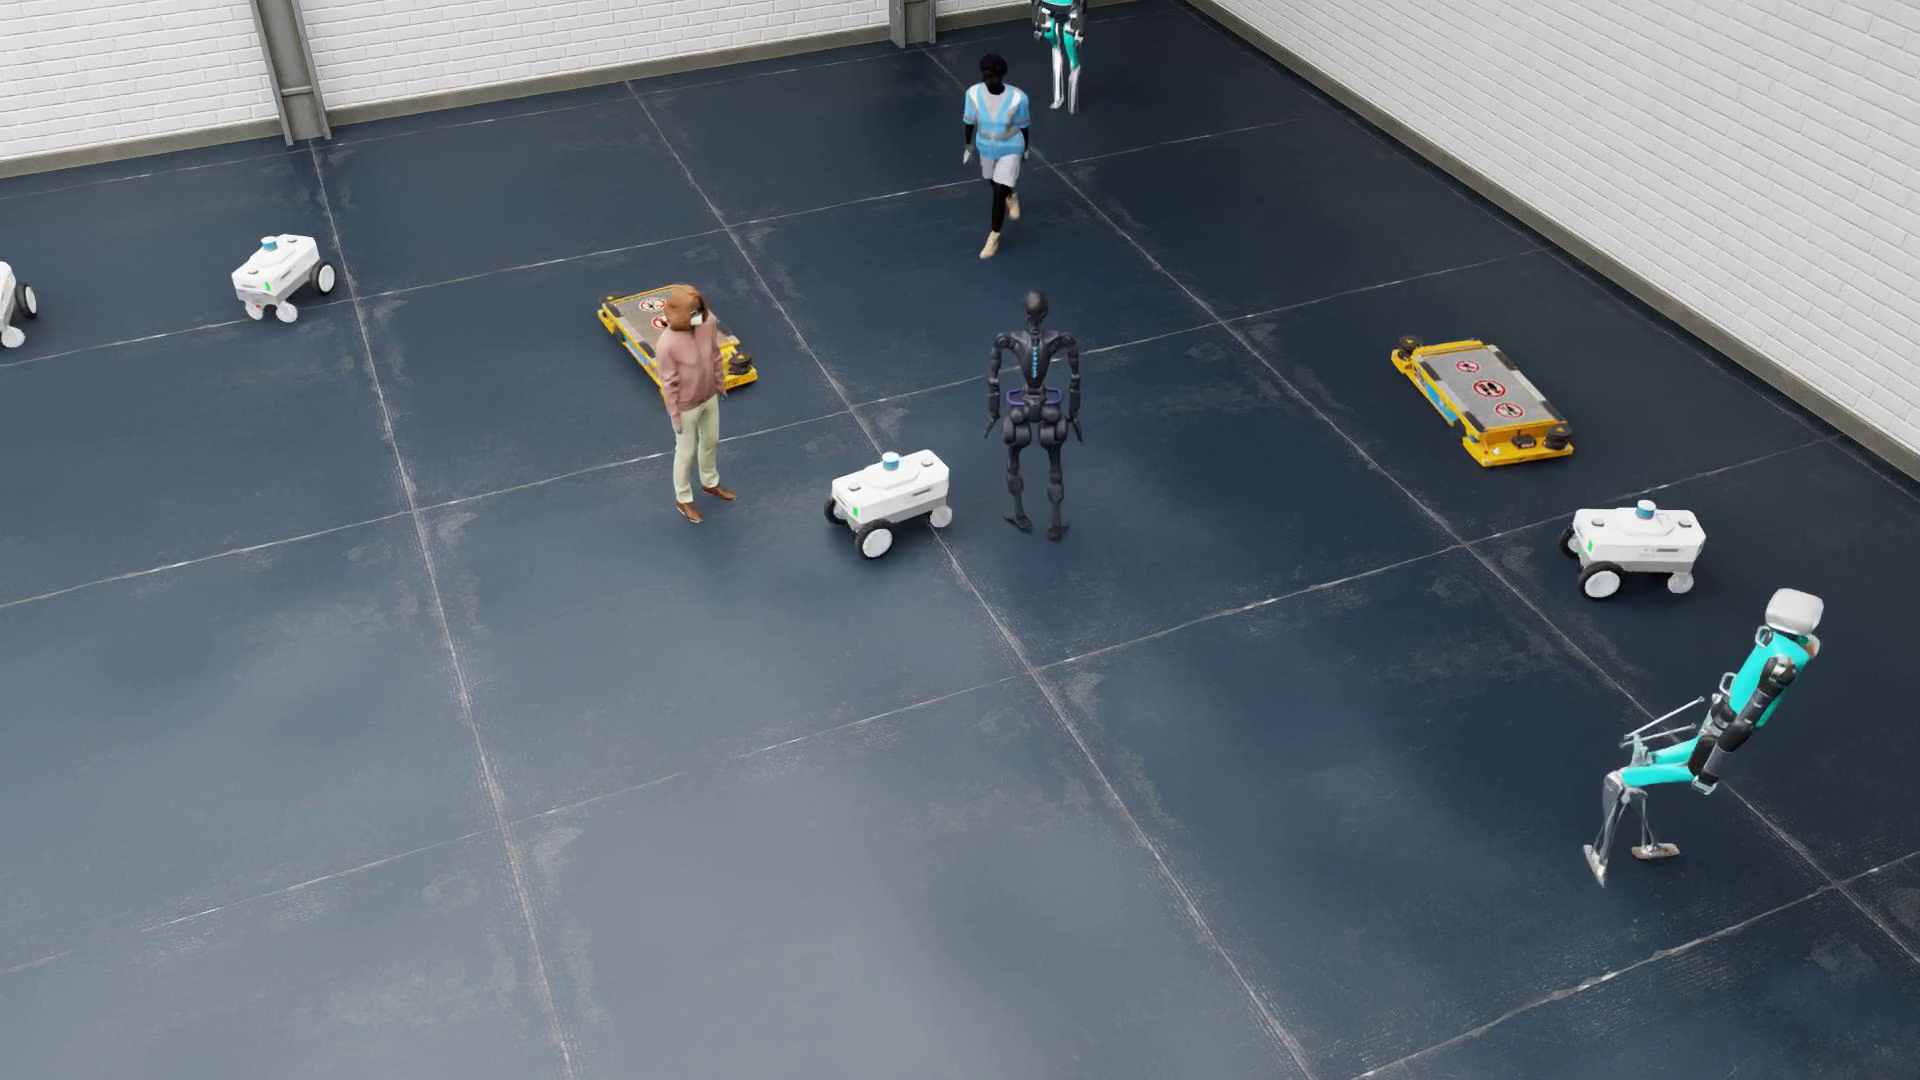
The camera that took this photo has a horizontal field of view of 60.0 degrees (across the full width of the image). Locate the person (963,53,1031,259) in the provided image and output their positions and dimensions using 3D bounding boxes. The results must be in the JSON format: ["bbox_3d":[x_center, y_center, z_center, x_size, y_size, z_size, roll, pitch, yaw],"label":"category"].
[{"bbox_3d":[0.328,-3.163,13.267,0.532,1.641,0.846,15,40,18],"label":"person"}]

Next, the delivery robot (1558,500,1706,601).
[{"bbox_3d":[4.053,0.021,10.000,0.774,0.581,0.499,1,38,1],"label":"delivery robot"}]

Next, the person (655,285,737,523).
[{"bbox_3d":[-1.642,-0.858,10.278,0.284,1.623,0.501,24,44,28],"label":"person"}]

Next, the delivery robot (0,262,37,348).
[{"bbox_3d":[-7.226,-1.762,12.329,0.499,0.591,0.762,-9,39,-12],"label":"delivery robot"}]

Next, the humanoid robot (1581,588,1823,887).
[{"bbox_3d":[3.390,0.905,7.886,0.866,1.773,0.598,21,42,25],"label":"humanoid robot"}]

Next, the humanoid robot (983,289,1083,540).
[{"bbox_3d":[0.446,-0.743,10.089,0.613,1.637,0.399,-1,38,-2],"label":"humanoid robot"}]

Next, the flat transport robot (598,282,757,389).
[{"bbox_3d":[-2.093,-1.476,12.194,0.659,0.231,1.431,-20,42,-24],"label":"flat transport robot"}]

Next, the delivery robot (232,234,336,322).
[{"bbox_3d":[-5.171,-2.033,12.696,0.525,0.608,0.779,9,38,12],"label":"delivery robot"}]

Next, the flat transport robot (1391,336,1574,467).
[{"bbox_3d":[3.619,-1.002,11.578,0.659,0.231,1.431,-8,38,-11],"label":"flat transport robot"}]

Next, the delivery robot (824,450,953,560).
[{"bbox_3d":[-0.456,-0.258,10.390,0.791,0.614,0.499,-20,42,-24],"label":"delivery robot"}]

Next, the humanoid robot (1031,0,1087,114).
[{"bbox_3d":[0.964,-4.717,15.295,0.541,1.871,0.767,14,40,17],"label":"humanoid robot"}]
